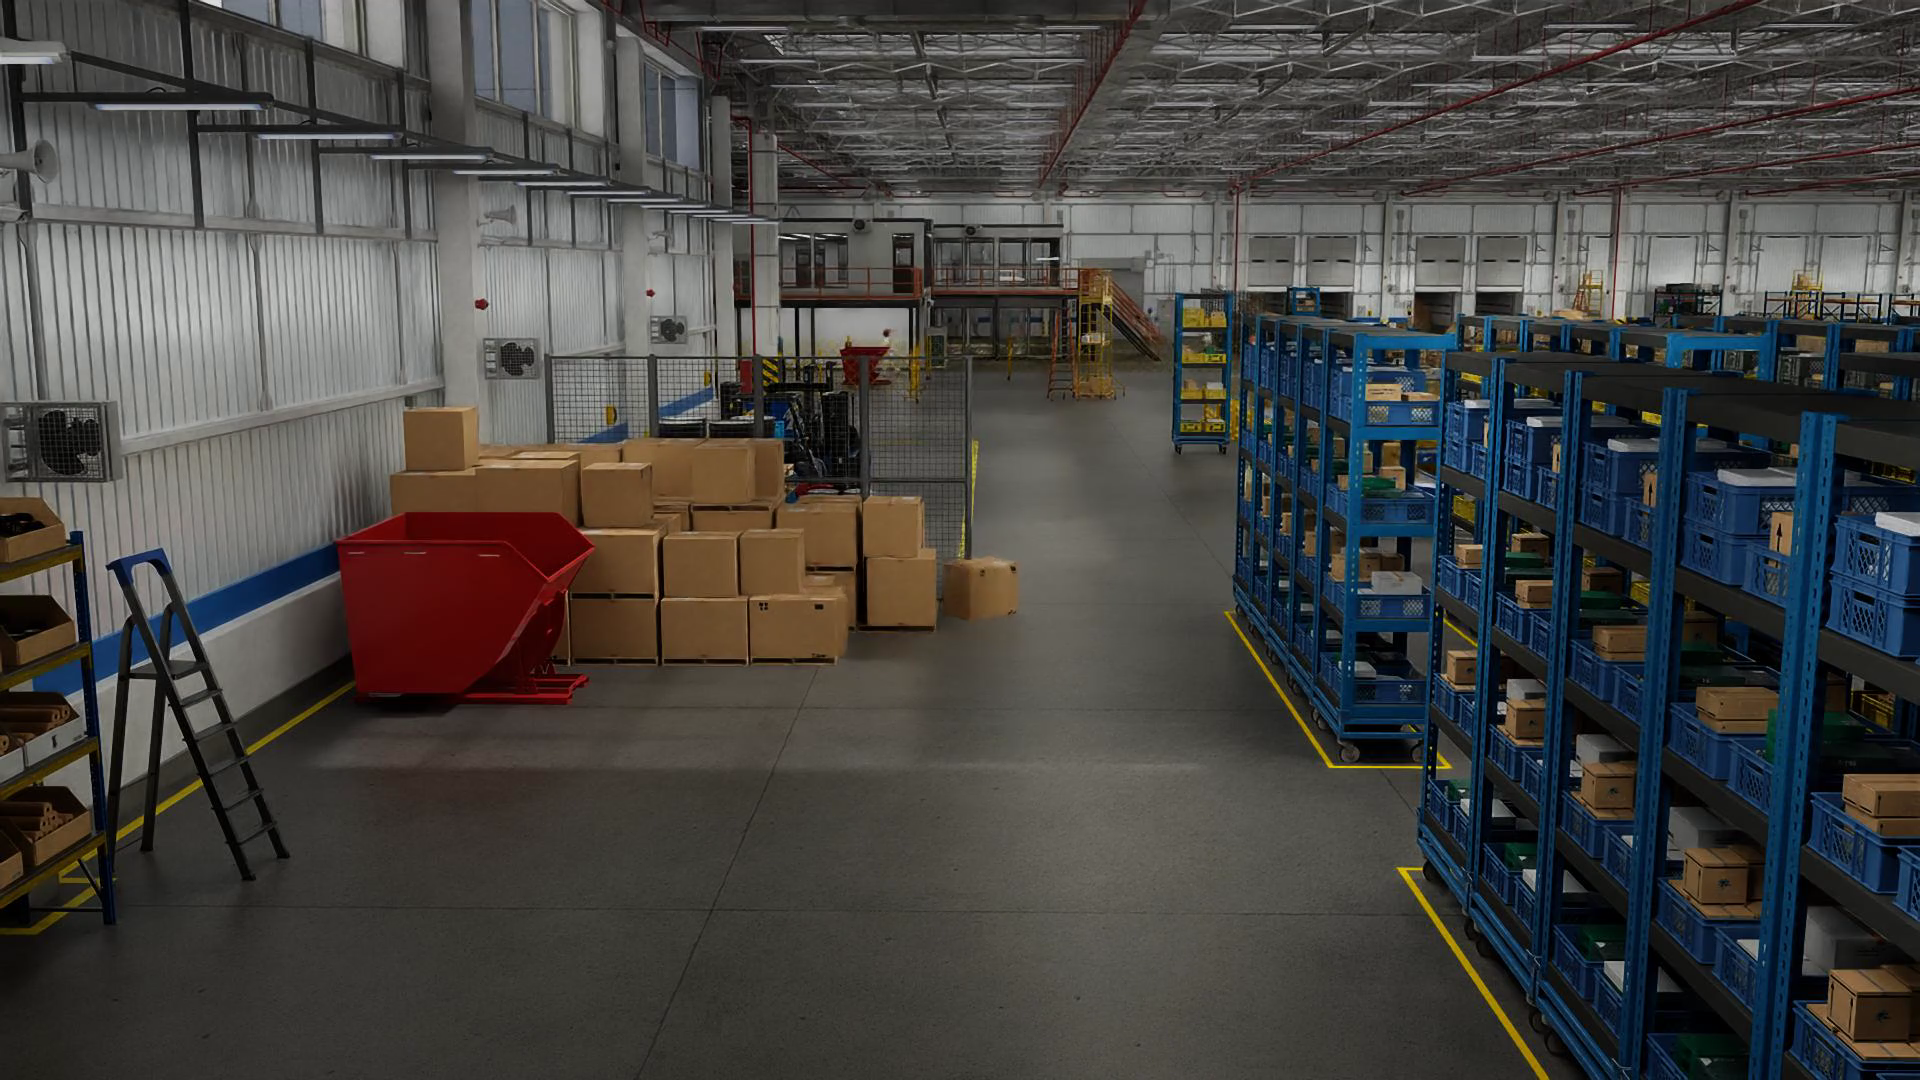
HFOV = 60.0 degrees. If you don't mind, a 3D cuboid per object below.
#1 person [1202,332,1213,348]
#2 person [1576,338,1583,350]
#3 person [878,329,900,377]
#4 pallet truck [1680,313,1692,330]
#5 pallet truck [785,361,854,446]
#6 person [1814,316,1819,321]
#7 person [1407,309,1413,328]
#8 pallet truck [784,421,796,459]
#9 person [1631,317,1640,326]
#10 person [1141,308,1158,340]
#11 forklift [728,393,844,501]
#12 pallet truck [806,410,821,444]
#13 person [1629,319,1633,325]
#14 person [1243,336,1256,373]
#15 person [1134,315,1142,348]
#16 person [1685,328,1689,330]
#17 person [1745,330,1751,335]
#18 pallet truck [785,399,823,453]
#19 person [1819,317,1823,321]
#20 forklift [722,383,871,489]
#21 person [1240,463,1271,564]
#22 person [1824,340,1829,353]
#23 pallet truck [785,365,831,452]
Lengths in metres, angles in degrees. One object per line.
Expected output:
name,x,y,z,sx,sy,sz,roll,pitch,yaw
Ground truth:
person,11.318,-9.156,75.980,0.582,1.923,0.406,-6,11,-31
person,24.813,-7.808,67.313,0.689,2.000,0.539,2,9,12
person,-2.752,-7.217,64.235,0.790,1.861,0.583,0,9,-2
pallet truck,36.315,-10.531,84.244,0.823,1.965,1.885,-6,11,-33
pallet truck,-3.410,-3.193,38.978,1.885,1.965,0.823,0,9,-1
person,41.221,-9.814,80.064,0.391,1.919,0.590,-1,9,-6
person,25.599,-12.182,94.677,0.399,1.918,0.589,6,11,33
pallet truck,-4.013,-1.793,32.705,1.601,1.201,0.680,0,9,1
person,31.729,-9.532,78.316,0.594,1.919,0.406,-1,9,-5
person,11.212,-12.689,97.895,1.026,1.898,0.622,1,9,6
forklift,-2.979,-1.316,26.476,2.680,1.987,1.157,0,9,1
pallet truck,-3.559,-2.018,33.905,1.522,1.261,0.704,0,9,-1
person,33.968,-10.360,84.128,0.565,1.677,0.553,-8,12,-41
person,9.326,-5.516,53.223,0.631,2.020,0.540,6,11,34
person,9.452,-11.091,88.197,0.429,1.839,0.623,-1,9,-8
person,26.657,-6.787,61.149,0.375,1.997,0.611,-4,10,-25
person,31.632,-7.704,67.146,0.565,1.884,0.947,-6,11,-33
pallet truck,-3.814,-2.432,36.419,1.630,1.274,0.653,0,9,1
person,42.927,-10.248,83.016,0.640,1.837,0.429,1,9,5
forklift,-2.893,-1.687,28.729,2.680,1.987,1.157,0,9,-1
person,3.922,-0.370,22.067,0.591,1.833,0.403,8,12,41
person,30.569,-6.272,58.649,0.863,1.784,0.608,3,10,18
pallet truck,-3.774,-2.976,37.635,1.885,1.965,0.823,1,9,5
